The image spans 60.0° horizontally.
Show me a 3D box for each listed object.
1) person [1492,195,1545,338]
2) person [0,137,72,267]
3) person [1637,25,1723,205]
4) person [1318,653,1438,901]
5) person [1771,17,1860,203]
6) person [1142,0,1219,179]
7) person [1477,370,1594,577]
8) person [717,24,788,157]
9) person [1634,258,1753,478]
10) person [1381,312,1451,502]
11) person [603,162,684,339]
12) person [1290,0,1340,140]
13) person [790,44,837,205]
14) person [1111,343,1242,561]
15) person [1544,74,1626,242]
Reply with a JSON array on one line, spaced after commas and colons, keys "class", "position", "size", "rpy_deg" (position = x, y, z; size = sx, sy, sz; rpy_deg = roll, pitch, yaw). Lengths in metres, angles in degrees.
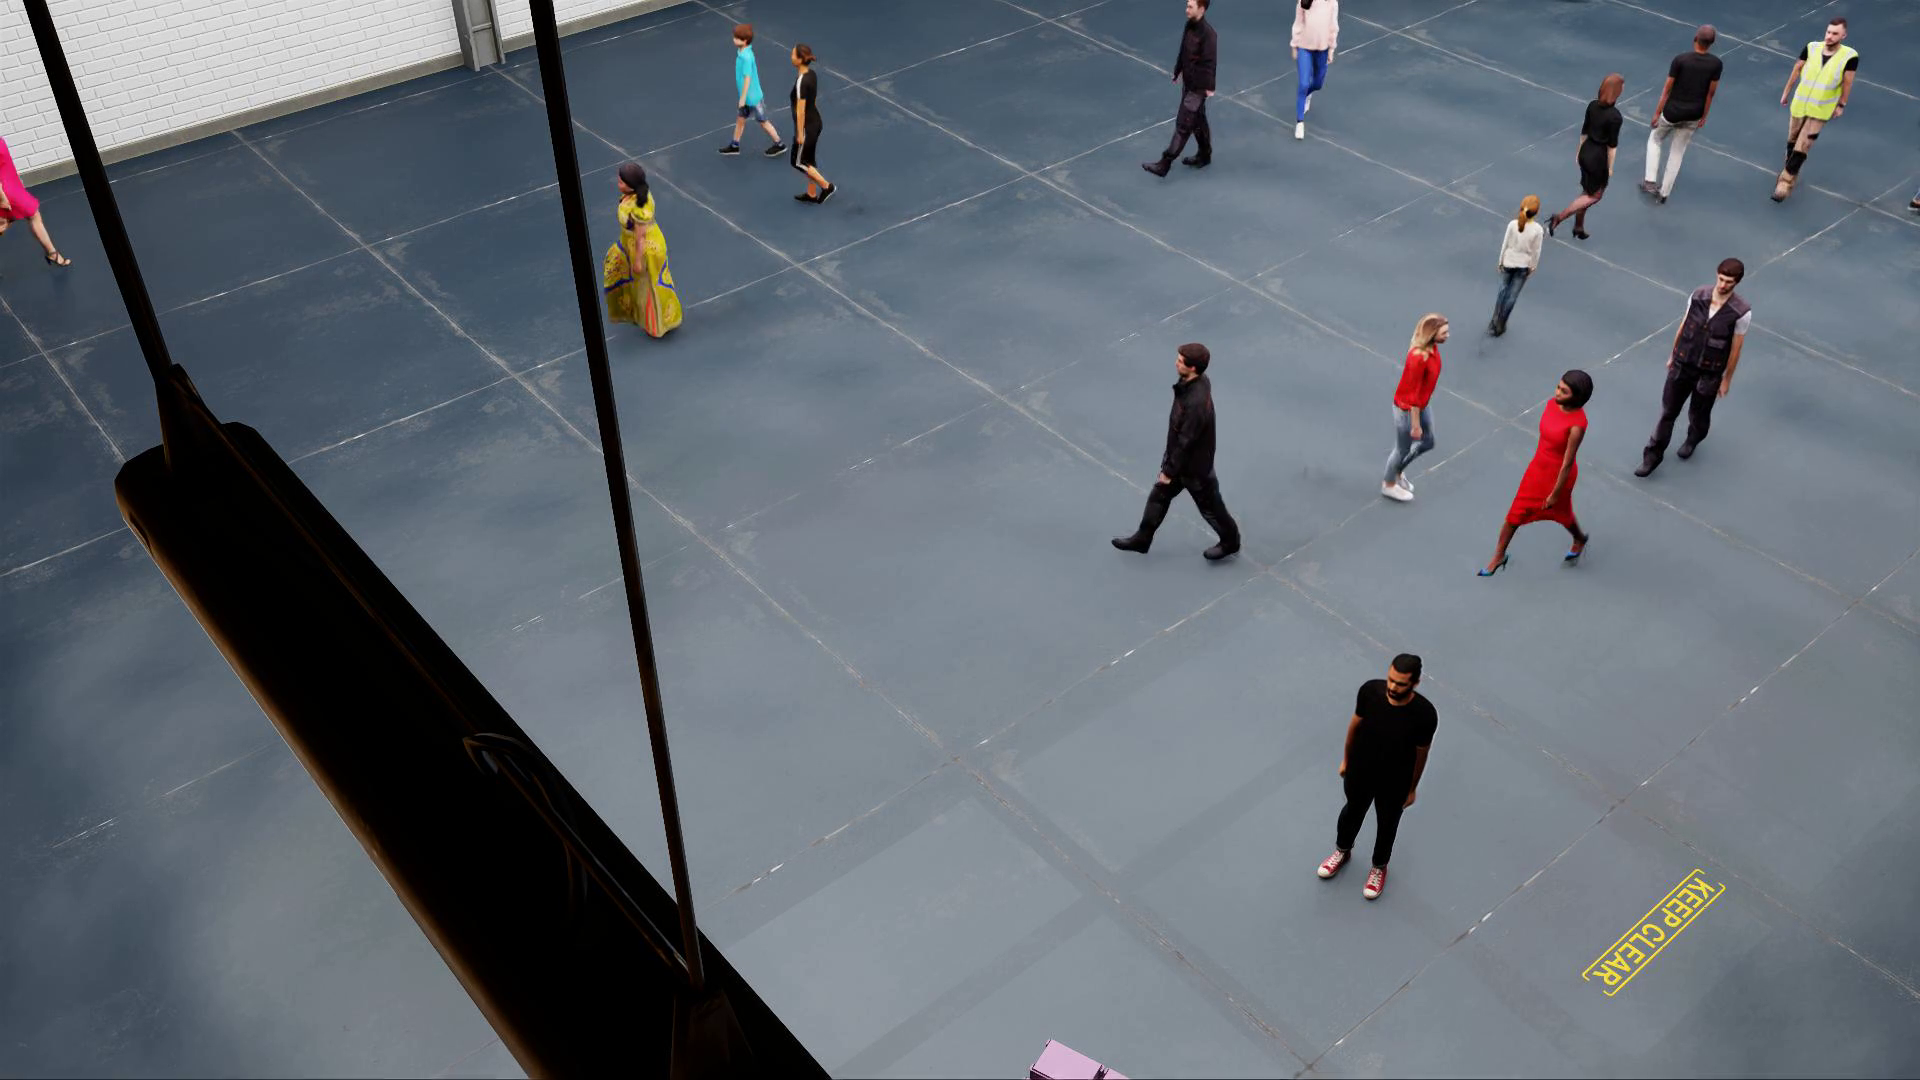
[{"class": "person", "position": [4.843, -2.367, 14.513], "size": [0.540, 1.307, 0.595], "rpy_deg": [21, 43, 24]}, {"class": "person", "position": [-8.850, -3.197, 15.241], "size": [1.041, 1.696, 0.683], "rpy_deg": [-22, 43, -25]}, {"class": "person", "position": [7.094, -4.130, 16.332], "size": [0.834, 1.792, 0.883], "rpy_deg": [6, 39, 7]}, {"class": "person", "position": [2.414, 1.321, 9.533], "size": [0.695, 1.759, 0.677], "rpy_deg": [22, 43, 25]}, {"class": "person", "position": [8.509, -4.331, 16.576], "size": [0.797, 1.801, 1.169], "rpy_deg": [31, 48, 33]}, {"class": "person", "position": [2.461, -4.619, 16.881], "size": [1.207, 1.871, 0.978], "rpy_deg": [-11, 40, -13]}, {"class": "person", "position": [4.278, -0.445, 11.792], "size": [1.192, 1.699, 0.843], "rpy_deg": [-13, 40, -16]}, {"class": "person", "position": [-2.106, -4.645, 17.280], "size": [1.032, 1.414, 0.815], "rpy_deg": [-10, 40, -12]}, {"class": "person", "position": [5.751, -1.364, 12.841], "size": [0.744, 1.827, 1.038], "rpy_deg": [30, 47, 32]}, {"class": "person", "position": [3.323, -0.998, 12.494], "size": [0.765, 1.688, 0.633], "rpy_deg": [18, 42, 21]}, {"class": "person", "position": [-2.667, -2.534, 14.452], "size": [0.993, 1.645, 0.887], "rpy_deg": [-12, 40, -15]}, {"class": "person", "position": [3.762, -5.226, 17.740], "size": [1.043, 1.748, 1.096], "rpy_deg": [3, 39, 4]}, {"class": "person", "position": [-1.432, -4.046, 16.334], "size": [0.837, 1.658, 0.785], "rpy_deg": [8, 39, 10]}, {"class": "person", "position": [1.743, -0.569, 11.874], "size": [1.311, 1.792, 1.135], "rpy_deg": [-5, 39, -6]}, {"class": "person", "position": [5.912, -3.542, 15.680], "size": [0.930, 1.687, 0.778], "rpy_deg": [-12, 40, -15]}]
